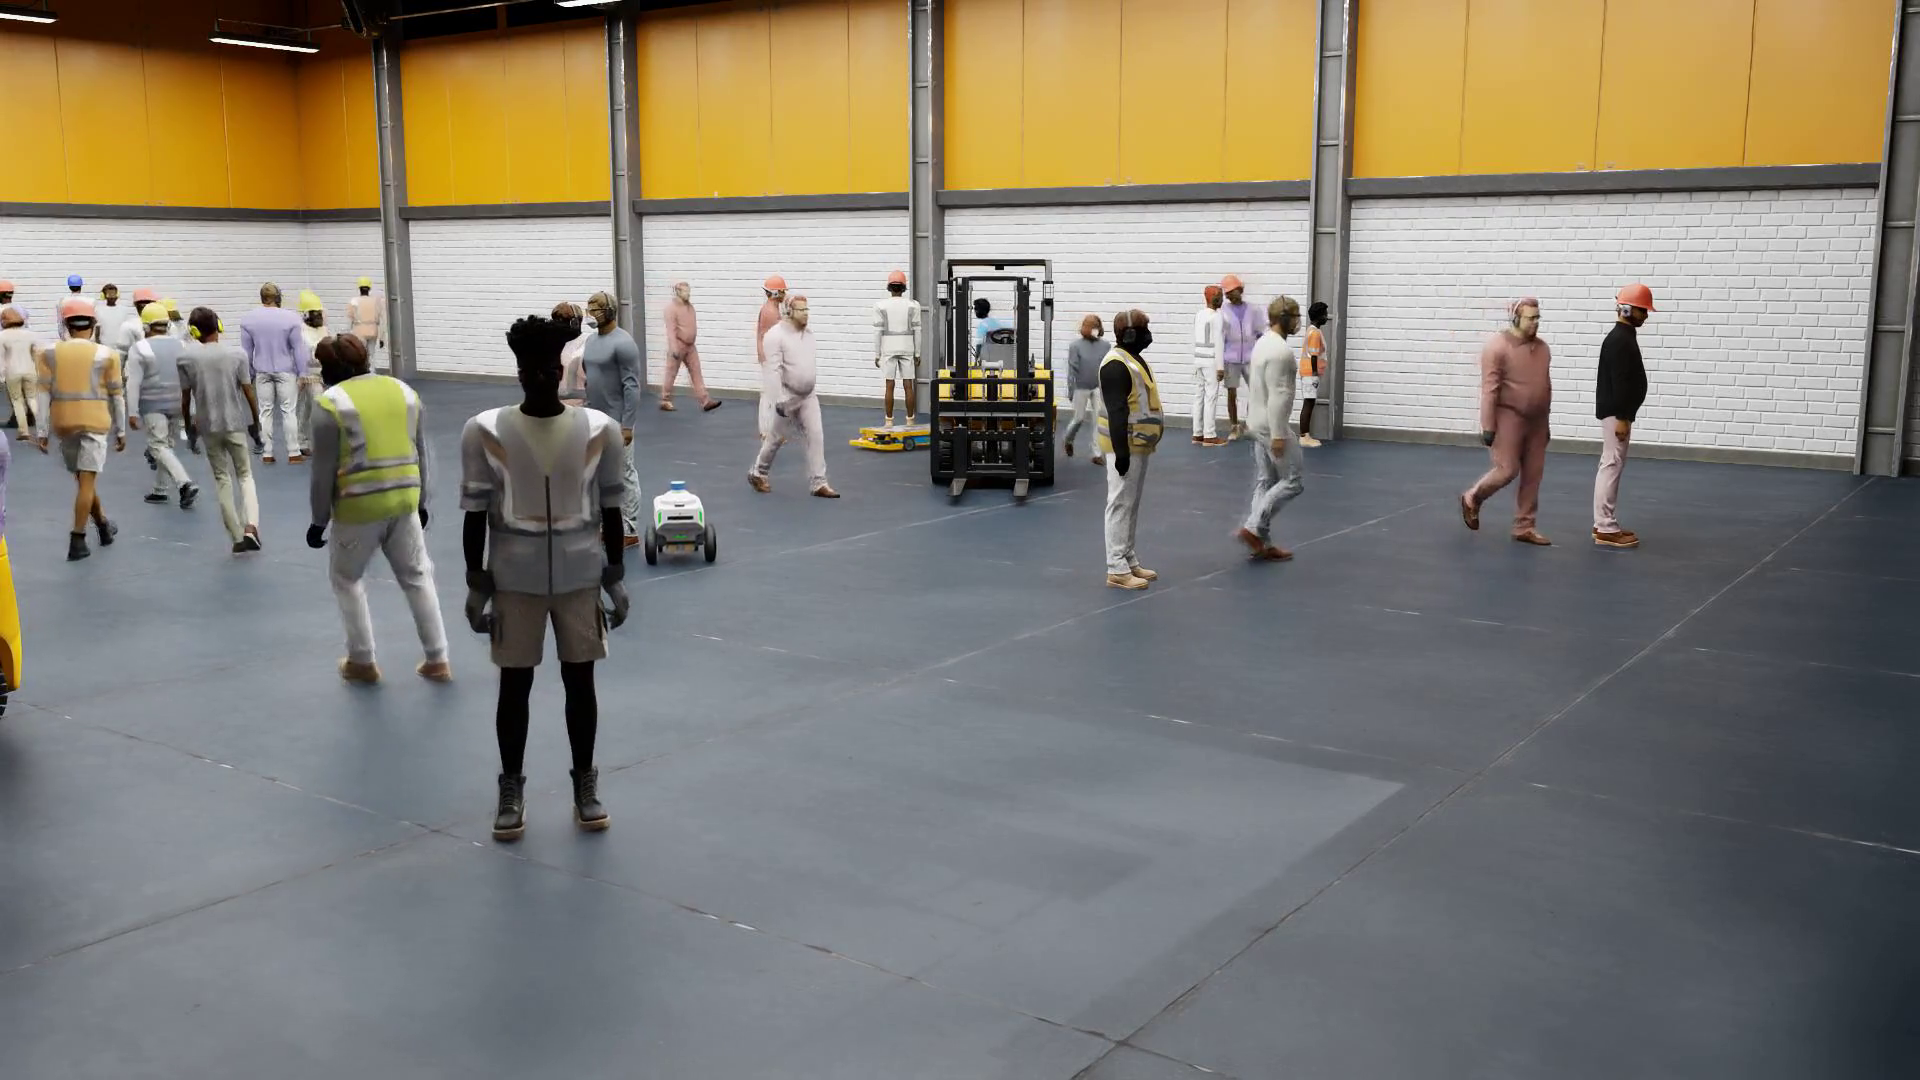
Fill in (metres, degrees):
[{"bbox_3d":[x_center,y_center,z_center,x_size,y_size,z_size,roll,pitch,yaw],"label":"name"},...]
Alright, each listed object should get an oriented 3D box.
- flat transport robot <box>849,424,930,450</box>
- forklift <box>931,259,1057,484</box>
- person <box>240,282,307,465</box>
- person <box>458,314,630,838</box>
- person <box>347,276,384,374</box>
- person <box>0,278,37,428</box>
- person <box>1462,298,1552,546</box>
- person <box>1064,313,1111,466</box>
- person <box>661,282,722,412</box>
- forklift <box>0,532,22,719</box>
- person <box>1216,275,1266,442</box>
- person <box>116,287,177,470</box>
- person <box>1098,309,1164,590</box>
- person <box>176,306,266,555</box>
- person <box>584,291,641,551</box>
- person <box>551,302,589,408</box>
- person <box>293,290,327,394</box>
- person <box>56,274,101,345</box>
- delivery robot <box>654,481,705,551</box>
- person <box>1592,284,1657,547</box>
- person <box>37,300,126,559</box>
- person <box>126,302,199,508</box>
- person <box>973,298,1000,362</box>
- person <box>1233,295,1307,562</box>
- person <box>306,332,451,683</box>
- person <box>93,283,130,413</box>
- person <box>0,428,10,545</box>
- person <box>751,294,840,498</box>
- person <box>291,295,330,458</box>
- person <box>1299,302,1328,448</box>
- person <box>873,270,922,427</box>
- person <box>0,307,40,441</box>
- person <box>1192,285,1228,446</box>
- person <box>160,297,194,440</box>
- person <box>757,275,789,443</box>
[{"bbox_3d":[-0.512,-1.210,19.331,1.431,0.197,0.652,-7,12,-36],"label":"flat transport robot"},{"bbox_3d":[0.370,-1.738,16.759,1.214,2.155,2.313,1,10,3],"label":"forklift"},{"bbox_3d":[-7.243,-1.751,17.599,0.635,1.936,0.354,-1,10,-6],"label":"person"},{"bbox_3d":[-1.556,0.139,6.258,0.613,1.963,0.362,-3,10,-18],"label":"person"},{"bbox_3d":[-9.759,-3.381,27.381,0.590,1.911,0.687,-7,12,-36],"label":"person"},{"bbox_3d":[-12.291,-2.412,21.535,0.370,1.935,0.552,2,10,10],"label":"person"},{"bbox_3d":[4.252,-0.917,12.789,0.656,1.883,0.674,-5,11,-27],"label":"person"},{"bbox_3d":[1.356,-1.623,17.798,0.508,1.612,0.689,-3,10,-18],"label":"person"},{"bbox_3d":[-3.929,-2.753,23.809,1.005,1.849,0.674,6,11,30],"label":"person"},{"bbox_3d":[-5.296,-0.090,6.943,1.214,2.155,2.313,7,12,35],"label":"forklift"},{"bbox_3d":[3.370,-2.156,19.890,0.762,1.994,0.392,-1,10,-7],"label":"person"},{"bbox_3d":[-8.475,-1.681,17.346,0.581,1.871,0.989,-9,13,-43],"label":"person"},{"bbox_3d":[1.138,-0.607,11.065,0.429,1.847,0.627,3,10,18],"label":"person"},{"bbox_3d":[-5.409,-0.794,12.213,0.567,1.839,0.439,-4,10,-22],"label":"person"},{"bbox_3d":[-2.611,-0.886,12.443,0.377,1.940,0.629,-8,13,-41],"label":"person"},{"bbox_3d":[-3.038,-0.931,13.004,0.626,1.844,0.429,7,12,36],"label":"person"},{"bbox_3d":[-9.982,-2.977,25.549,0.537,1.720,0.908,-4,10,-20],"label":"person"},{"bbox_3d":[-13.646,-3.135,25.802,0.605,1.951,0.380,-3,10,-18],"label":"person"},{"bbox_3d":[-2.046,-0.182,12.087,0.477,0.478,0.707,-2,10,-12],"label":"delivery robot"},{"bbox_3d":[5.054,-0.951,12.691,0.393,1.985,0.610,3,10,19],"label":"person"},{"bbox_3d":[-6.470,-0.832,12.314,0.558,1.865,0.962,-1,10,-8],"label":"person"},{"bbox_3d":[-6.973,-1.176,14.583,0.834,1.803,0.599,5,11,30],"label":"person"},{"bbox_3d":[0.393,-2.417,22.352,0.431,1.661,0.567,5,11,26],"label":"person"},{"bbox_3d":[2.256,-0.776,11.838,0.426,1.919,0.651,0,10,1],"label":"person"},{"bbox_3d":[-2.978,-0.145,8.442,0.621,1.807,0.679,7,12,34],"label":"person"},{"bbox_3d":[-12.093,-2.740,23.751,0.519,1.851,0.547,-8,13,-40],"label":"person"},{"bbox_3d":[-4.222,0.119,6.745,0.722,1.852,0.785,-5,11,-25],"label":"person"},{"bbox_3d":[-1.559,-1.328,15.304,0.640,1.866,0.961,-9,13,-44],"label":"person"},{"bbox_3d":[-6.941,-1.753,18.054,0.924,1.786,0.605,2,10,13],"label":"person"},{"bbox_3d":[4.105,-1.919,19.344,0.321,1.691,0.532,2,10,9],"label":"person"},{"bbox_3d":[-0.790,-2.377,21.016,0.606,2.044,0.369,-1,10,-5],"label":"person"},{"bbox_3d":[-11.195,-1.967,19.833,0.434,1.617,0.499,8,12,38],"label":"person"},{"bbox_3d":[2.927,-2.045,19.514,0.337,1.879,0.584,-4,10,-21],"label":"person"},{"bbox_3d":[-9.566,-2.086,20.233,0.492,1.729,0.577,-5,11,-27],"label":"person"},{"bbox_3d":[-2.211,-2.146,19.803,0.403,1.987,0.617,-2,10,-14],"label":"person"}]
